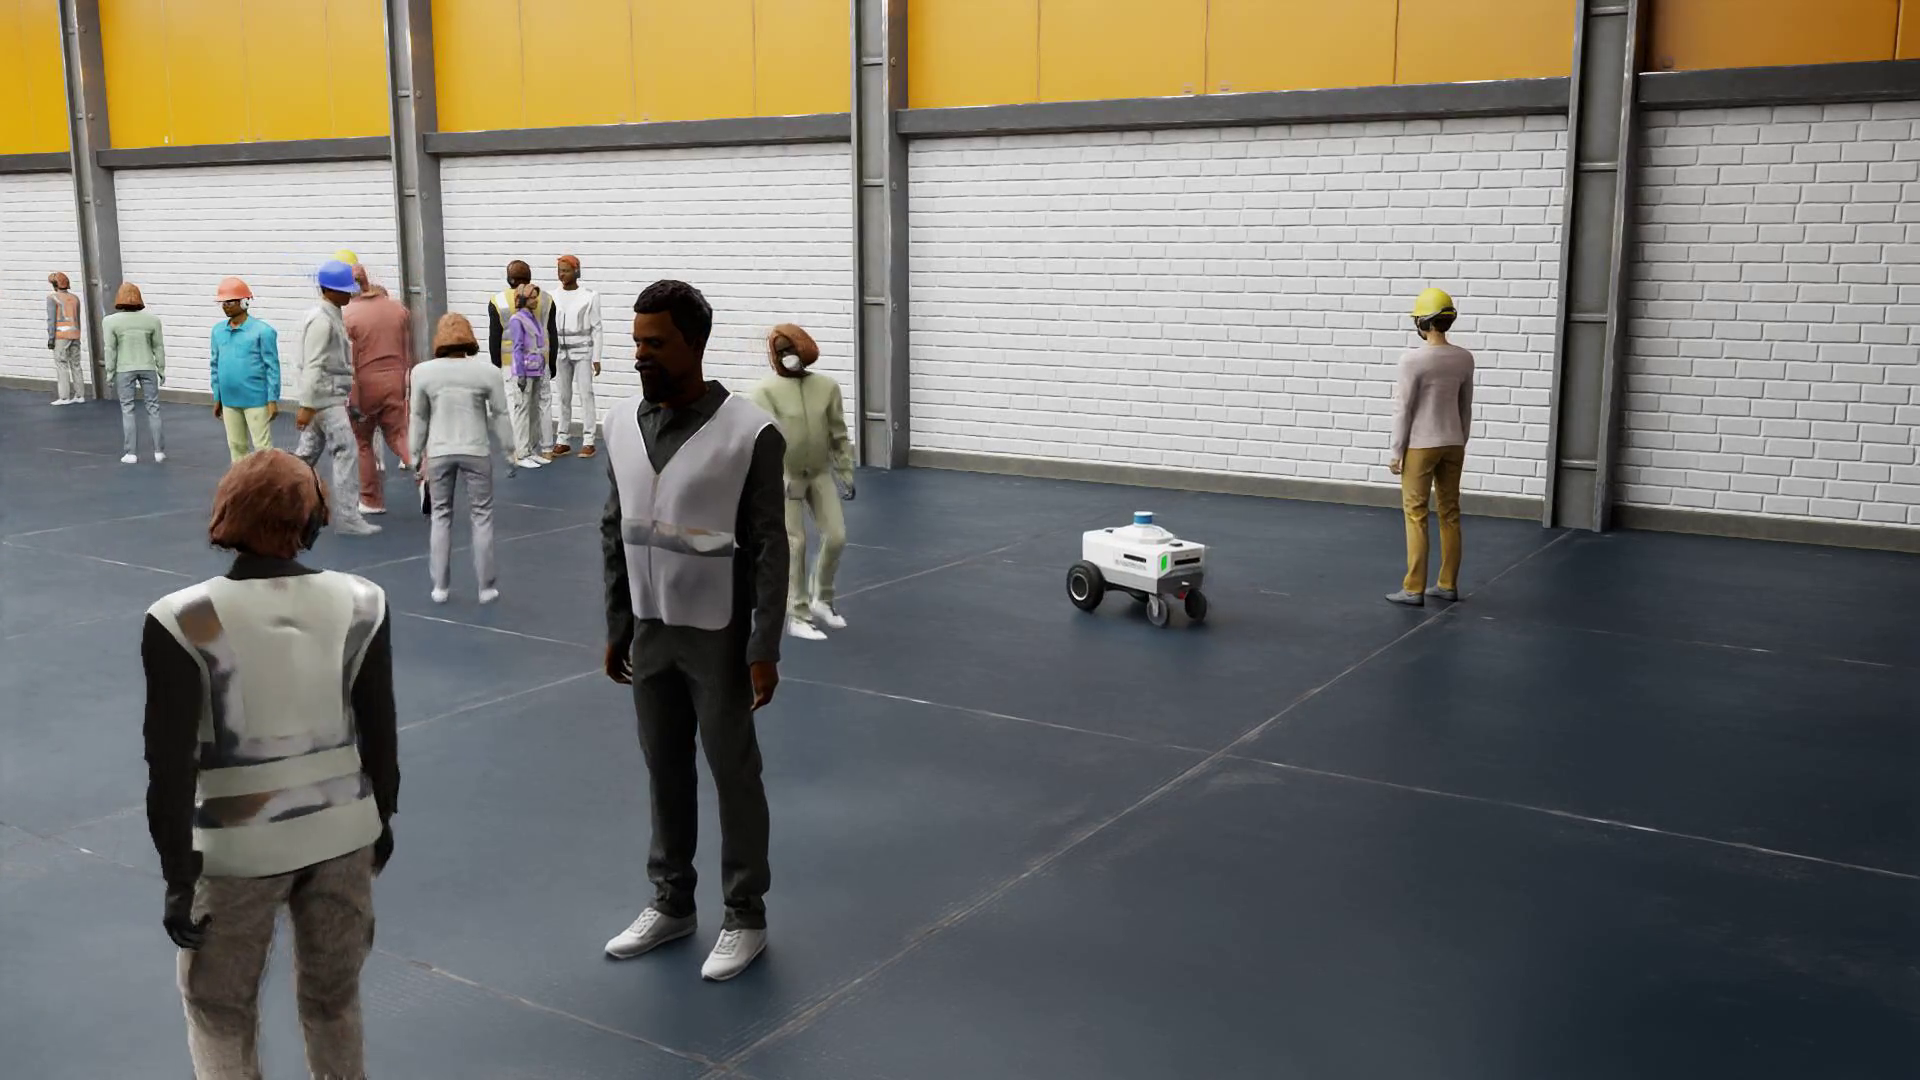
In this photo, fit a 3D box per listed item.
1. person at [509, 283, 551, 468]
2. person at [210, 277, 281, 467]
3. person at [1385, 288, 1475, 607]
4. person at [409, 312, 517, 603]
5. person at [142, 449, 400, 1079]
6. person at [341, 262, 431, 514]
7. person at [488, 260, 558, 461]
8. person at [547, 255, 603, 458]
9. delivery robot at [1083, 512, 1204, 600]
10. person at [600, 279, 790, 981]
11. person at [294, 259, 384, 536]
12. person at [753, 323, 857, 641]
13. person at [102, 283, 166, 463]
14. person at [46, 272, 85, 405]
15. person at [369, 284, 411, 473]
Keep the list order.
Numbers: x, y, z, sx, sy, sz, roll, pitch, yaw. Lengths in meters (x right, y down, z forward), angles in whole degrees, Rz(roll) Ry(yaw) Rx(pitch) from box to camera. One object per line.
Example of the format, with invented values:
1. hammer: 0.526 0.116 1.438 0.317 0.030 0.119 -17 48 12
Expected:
1. person: -3.857 -1.466 14.865 0.310 1.638 0.522 1 10 4
2. person: -5.299 -1.059 12.293 0.575 1.749 0.335 3 11 17
3. person: 2.608 -0.511 9.249 0.528 1.762 0.337 -5 11 -25
4. person: -2.779 -0.451 9.282 0.560 1.622 0.297 -2 10 -10
5. person: -1.349 0.624 3.349 0.538 1.610 0.427 -10 14 -43
6. person: -4.215 -1.081 12.102 0.779 1.869 0.669 7 12 33
7. person: -3.960 -1.611 15.103 0.621 1.847 0.429 -5 11 -26
8. person: -3.610 -1.703 15.505 0.573 1.883 0.359 3 11 15
9. delivery robot: 0.988 0.090 8.988 0.477 0.478 0.707 -7 12 -35
10. person: -0.731 0.247 4.601 0.591 1.918 0.383 6 12 29
11. person: -4.407 -0.958 11.381 0.730 1.902 0.656 -3 11 -18
12. person: -0.760 -0.287 8.417 0.531 1.613 0.427 -6 12 -31
13. person: -7.517 -1.520 15.170 0.507 1.636 0.272 -8 13 -37
14. person: -11.014 -2.476 20.487 0.321 1.631 0.527 2 10 11
15. person: -5.042 -1.405 14.529 0.522 1.638 0.310 -9 14 -42
